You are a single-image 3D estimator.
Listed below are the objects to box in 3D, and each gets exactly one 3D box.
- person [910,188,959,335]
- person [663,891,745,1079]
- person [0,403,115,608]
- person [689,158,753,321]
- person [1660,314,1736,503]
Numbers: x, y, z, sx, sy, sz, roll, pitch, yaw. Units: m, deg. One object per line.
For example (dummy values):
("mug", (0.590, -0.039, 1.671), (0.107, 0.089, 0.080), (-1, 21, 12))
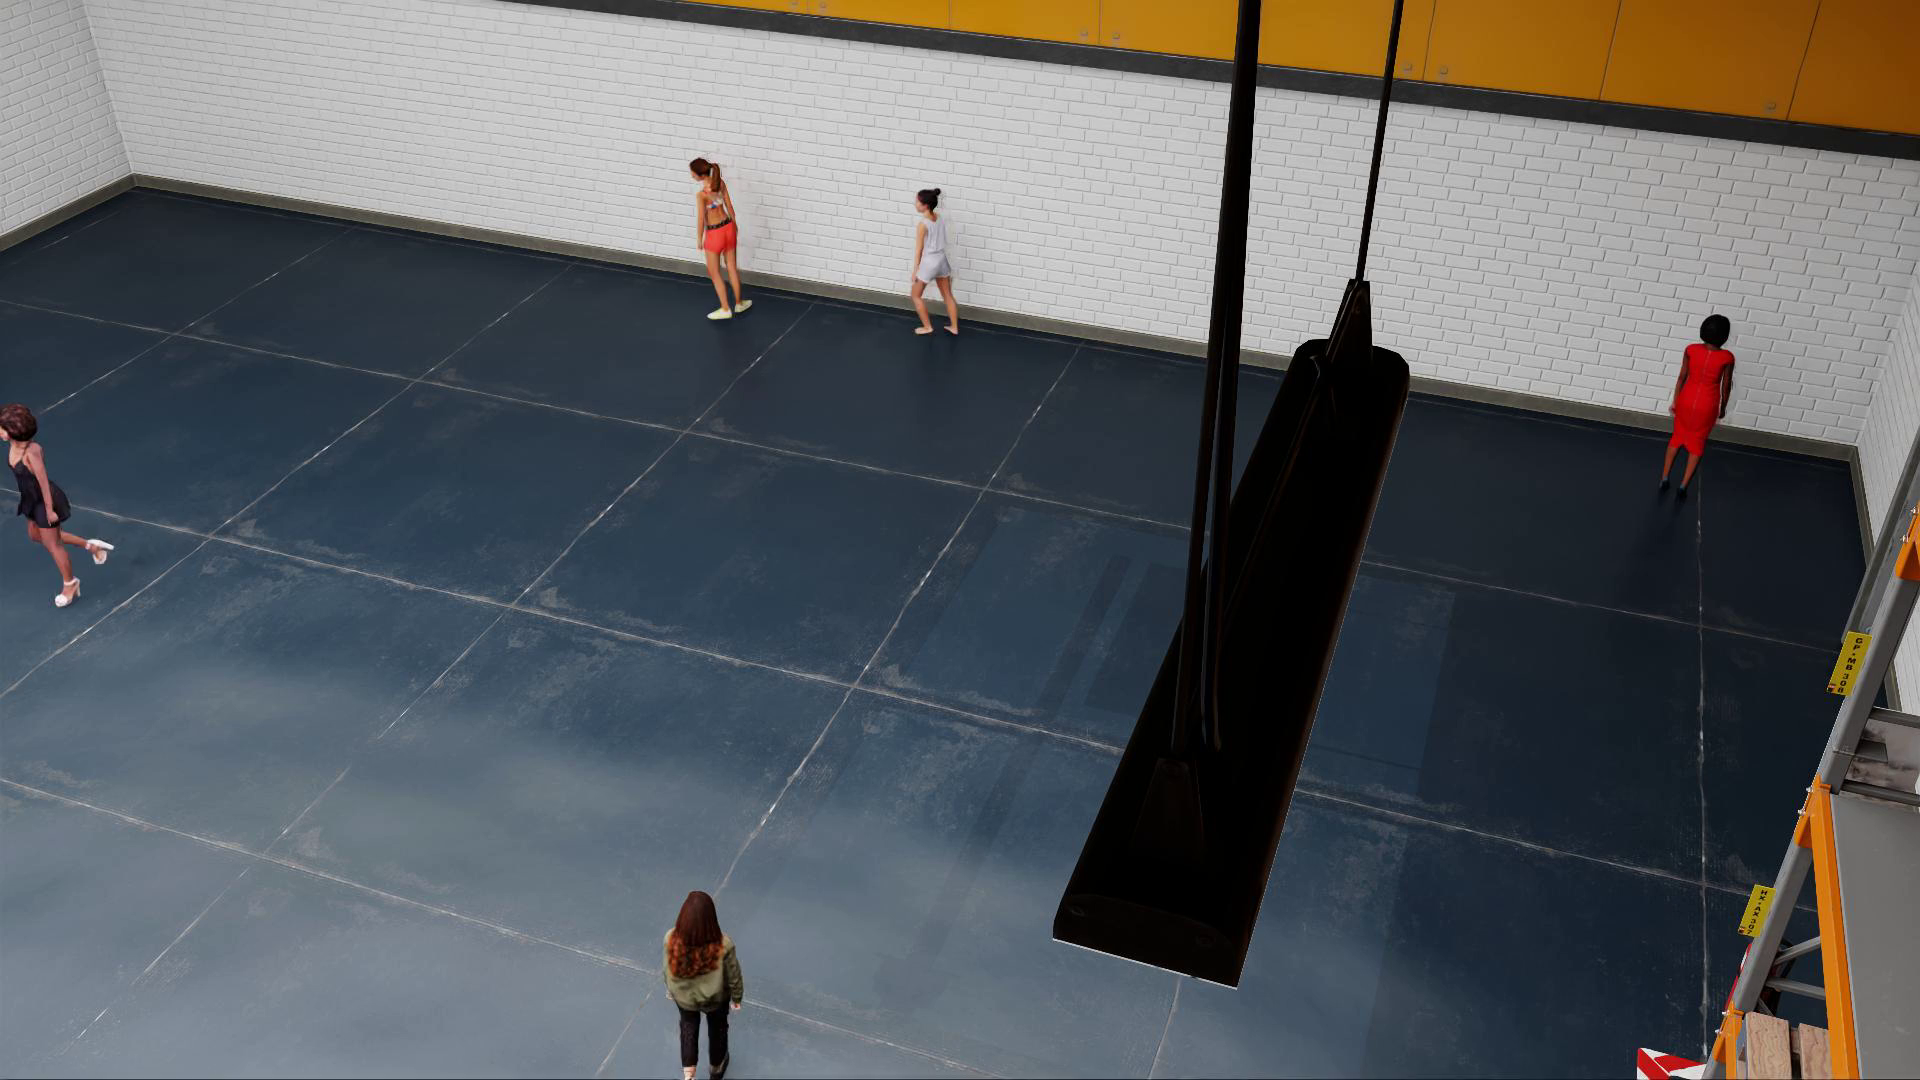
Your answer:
("person", (-0.256, -2.779, 16.909), (0.766, 1.603, 0.651), (27, 42, 34))
("person", (-1.422, 2.518, 9.063), (0.684, 1.468, 0.778), (4, 34, 6))
("person", (-7.114, -0.313, 13.047), (0.726, 1.773, 0.886), (25, 41, 33))
("person", (-2.449, -3.171, 17.358), (0.631, 1.760, 0.861), (-23, 40, -30))
("person", (6.340, -1.112, 14.277), (0.654, 1.741, 0.665), (22, 40, 30))
